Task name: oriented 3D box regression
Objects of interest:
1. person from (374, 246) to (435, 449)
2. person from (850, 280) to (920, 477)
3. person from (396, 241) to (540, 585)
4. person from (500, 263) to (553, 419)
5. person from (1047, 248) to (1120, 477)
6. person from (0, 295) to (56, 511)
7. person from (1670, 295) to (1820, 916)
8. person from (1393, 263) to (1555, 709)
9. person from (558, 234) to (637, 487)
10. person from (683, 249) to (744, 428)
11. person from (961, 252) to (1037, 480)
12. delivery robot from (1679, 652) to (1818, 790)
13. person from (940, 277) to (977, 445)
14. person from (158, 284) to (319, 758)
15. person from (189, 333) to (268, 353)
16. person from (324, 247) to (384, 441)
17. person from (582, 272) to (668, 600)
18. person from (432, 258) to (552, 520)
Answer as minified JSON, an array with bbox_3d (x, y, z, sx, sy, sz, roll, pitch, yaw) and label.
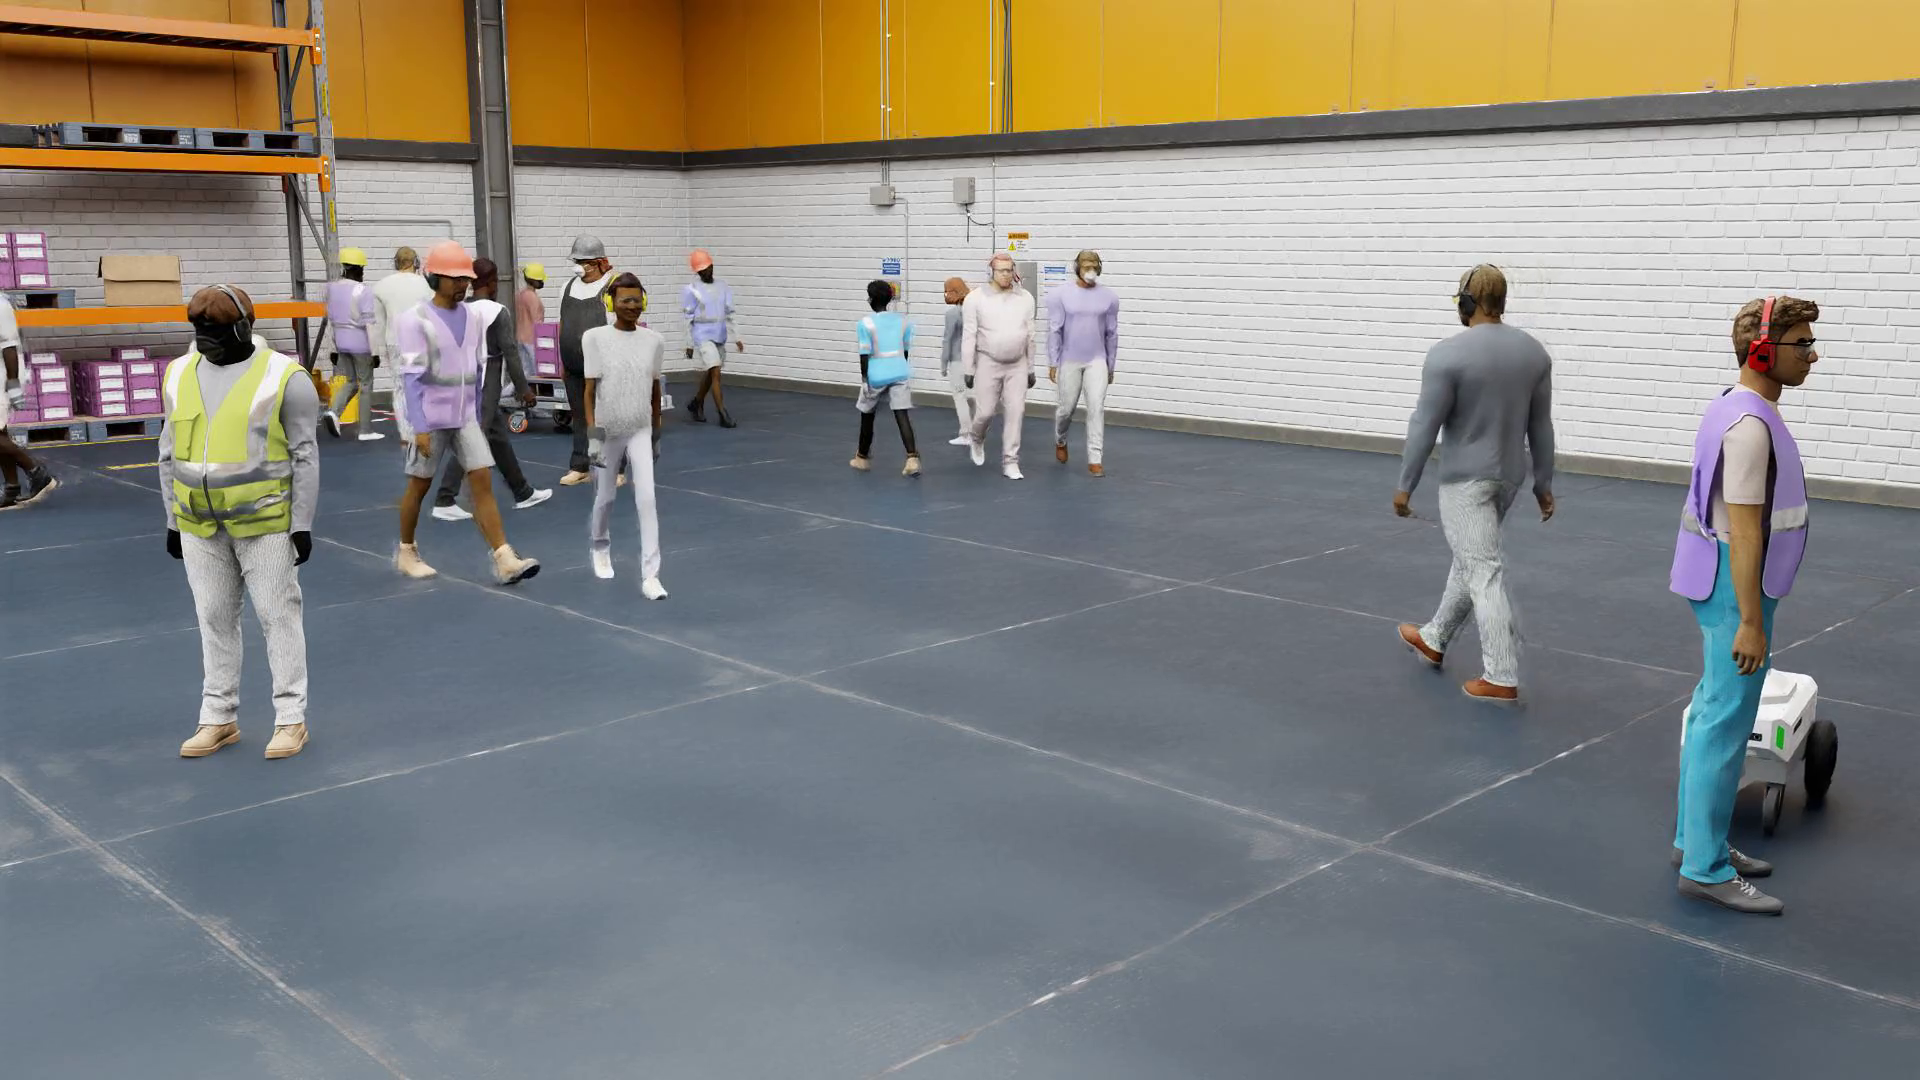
[{"bbox_3d":[-5.237,-1.830,15.877,0.631,1.908,0.570,1,10,4],"label":"person"},{"bbox_3d":[-0.622,-1.367,14.058,0.541,1.654,0.882,-6,12,-28],"label":"person"},{"bbox_3d":[-2.932,-0.710,9.575,1.066,1.979,0.654,7,12,33],"label":"person"},{"bbox_3d":[-4.751,-2.168,18.229,0.550,1.730,0.548,-6,12,-29],"label":"person"},{"bbox_3d":[1.038,-1.518,14.165,0.636,1.914,0.776,-1,10,-7],"label":"person"},{"bbox_3d":[-7.023,-1.157,12.121,0.432,1.939,0.641,-9,14,-40],"label":"person"},{"bbox_3d":[2.359,0.186,5.058,0.379,1.844,0.570,4,11,21],"label":"person"},{"bbox_3d":[2.231,-0.266,7.391,0.672,1.889,0.991,-5,12,-26],"label":"person"},{"bbox_3d":[-2.958,-1.436,13.377,0.680,2.000,0.536,4,11,21],"label":"person"},{"bbox_3d":[-2.701,-2.151,17.729,0.583,1.881,0.934,-9,14,-41],"label":"person"},{"bbox_3d":[0.327,-1.469,13.983,0.654,1.883,0.720,-3,11,-15],"label":"person"},{"bbox_3d":[2.807,0.631,5.903,0.477,0.478,0.707,7,12,34],"label":"delivery robot"},{"bbox_3d":[-0.014,-1.722,16.066,0.391,1.614,0.517,7,12,33],"label":"person"},{"bbox_3d":[-2.797,-0.062,6.443,0.619,1.838,0.430,1,10,5],"label":"person"},{"bbox_3d":[-4.853,-0.819,11.116,0.530,1.626,0.437,-2,11,-8],"label":"person"},{"bbox_3d":[-5.943,-1.898,16.248,0.599,1.907,0.542,5,11,25],"label":"person"},{"bbox_3d":[-1.930,-0.621,9.535,0.510,1.828,0.998,-5,11,-24],"label":"person"},{"bbox_3d":[-3.429,-1.094,12.013,0.585,1.862,1.052,10,14,42],"label":"person"}]
